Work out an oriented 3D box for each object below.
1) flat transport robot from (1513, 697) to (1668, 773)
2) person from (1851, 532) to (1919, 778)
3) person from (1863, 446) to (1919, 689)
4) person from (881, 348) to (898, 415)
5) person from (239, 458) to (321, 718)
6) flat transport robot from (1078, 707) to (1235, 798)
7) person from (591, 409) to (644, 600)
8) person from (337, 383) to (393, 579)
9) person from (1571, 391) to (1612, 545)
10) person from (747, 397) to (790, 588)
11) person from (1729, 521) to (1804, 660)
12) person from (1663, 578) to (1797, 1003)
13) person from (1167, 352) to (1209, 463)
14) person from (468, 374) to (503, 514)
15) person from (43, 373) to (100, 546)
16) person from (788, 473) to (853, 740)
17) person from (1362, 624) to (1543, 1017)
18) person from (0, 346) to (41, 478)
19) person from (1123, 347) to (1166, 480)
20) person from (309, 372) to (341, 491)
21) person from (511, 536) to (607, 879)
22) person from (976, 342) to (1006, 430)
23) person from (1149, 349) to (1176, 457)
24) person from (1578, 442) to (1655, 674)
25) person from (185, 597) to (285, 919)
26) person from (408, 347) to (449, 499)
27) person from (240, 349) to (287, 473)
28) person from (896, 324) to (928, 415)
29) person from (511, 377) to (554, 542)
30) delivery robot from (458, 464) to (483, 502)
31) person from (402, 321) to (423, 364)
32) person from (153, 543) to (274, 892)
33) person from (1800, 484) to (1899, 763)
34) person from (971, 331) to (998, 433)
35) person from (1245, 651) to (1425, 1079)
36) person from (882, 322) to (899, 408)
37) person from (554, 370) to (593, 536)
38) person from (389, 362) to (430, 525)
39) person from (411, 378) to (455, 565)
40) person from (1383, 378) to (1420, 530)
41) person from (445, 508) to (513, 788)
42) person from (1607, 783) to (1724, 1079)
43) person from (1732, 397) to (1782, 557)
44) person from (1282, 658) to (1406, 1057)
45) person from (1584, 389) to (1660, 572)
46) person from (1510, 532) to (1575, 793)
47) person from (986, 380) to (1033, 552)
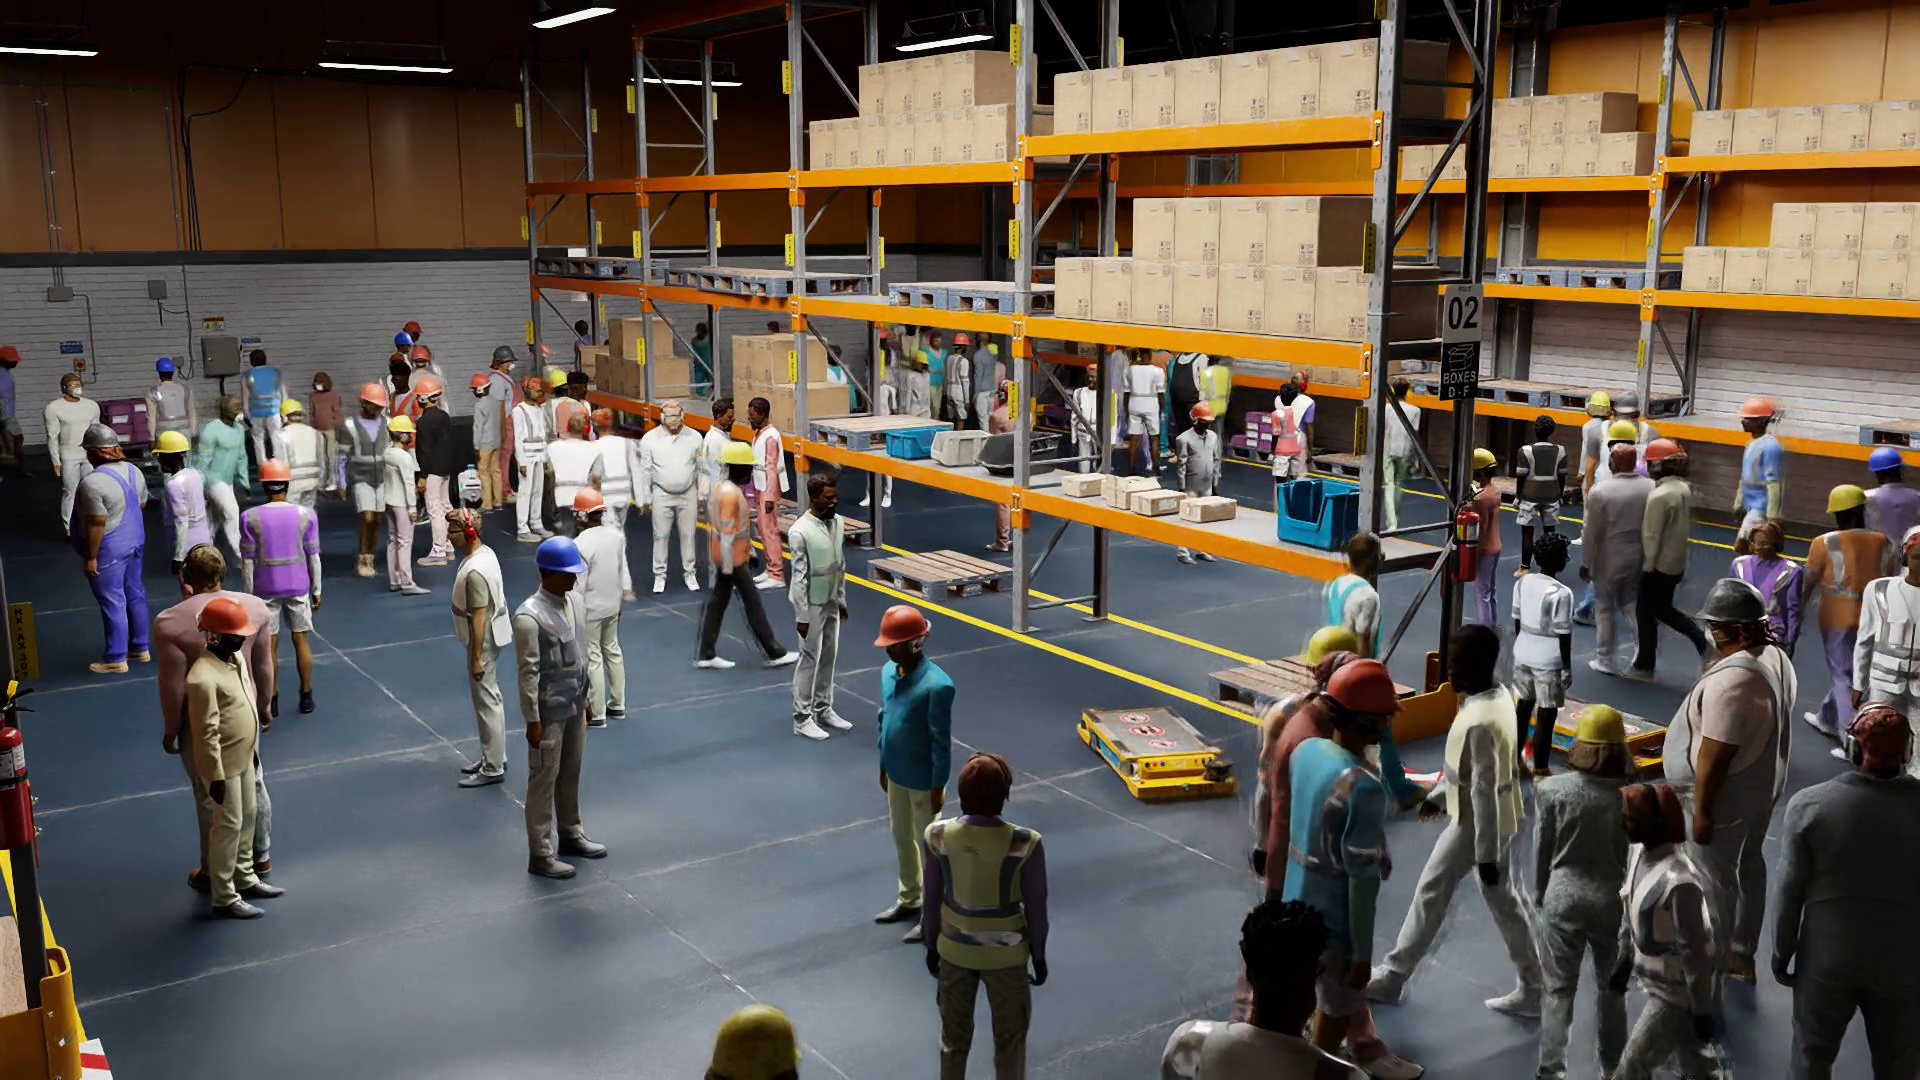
[{"bbox_3d":[4.323,1.315,11.662,0.652,0.197,1.431,-7,13,-32],"label":"flat transport robot"},{"bbox_3d":[5.568,0.873,9.788,0.575,1.885,0.355,6,13,28],"label":"person"},{"bbox_3d":[7.232,0.226,13.028,0.609,1.915,0.437,1,11,4],"label":"person"},{"bbox_3d":[-1.165,-2.128,25.661,0.357,1.678,0.559,5,12,25],"label":"person"},{"bbox_3d":[-5.031,0.354,12.345,0.548,1.925,0.384,-6,13,-29],"label":"person"},{"bbox_3d":[1.299,1.400,11.229,0.652,0.197,1.431,-2,11,-11],"label":"flat transport robot"},{"bbox_3d":[-3.447,-0.367,16.251,0.590,1.828,0.965,-9,14,-39],"label":"person"},{"bbox_3d":[-5.993,-0.594,16.997,0.645,2.004,0.664,-9,14,-38],"label":"person"},{"bbox_3d":[7.149,-0.799,18.704,0.486,1.744,0.294,-5,12,-25],"label":"person"},{"bbox_3d":[-1.928,-0.481,16.674,0.404,1.906,0.598,-4,12,-18],"label":"person"},{"bbox_3d":[5.518,0.674,11.457,0.317,1.631,0.520,-9,14,-38],"label":"person"},{"bbox_3d":[3.613,1.163,7.902,0.679,2.000,0.535,-10,15,-41],"label":"person"},{"bbox_3d":[3.376,-2.121,24.709,0.535,2.000,0.684,-8,13,-34],"label":"person"},{"bbox_3d":[-5.940,-1.205,20.788,0.351,1.743,0.568,3,11,13],"label":"person"},{"bbox_3d":[-9.967,-0.914,18.792,0.369,1.940,0.631,7,13,31],"label":"person"},{"bbox_3d":[-1.017,0.459,11.855,0.391,1.911,0.585,6,12,26],"label":"person"},{"bbox_3d":[2.339,1.294,7.693,0.976,1.876,0.605,5,12,26],"label":"person"},{"bbox_3d":[-13.567,-1.785,23.408,0.845,1.897,0.591,-10,15,-43],"label":"person"},{"bbox_3d":[2.595,-1.829,23.444,0.614,1.956,0.390,4,12,20],"label":"person"},{"bbox_3d":[-8.562,-1.476,22.484,0.496,1.616,0.409,2,11,12],"label":"person"},{"bbox_3d":[-2.260,0.927,9.371,0.412,1.938,0.610,4,12,19],"label":"person"},{"bbox_3d":[0.469,-2.222,25.987,0.546,1.747,0.591,-4,12,-22],"label":"person"},{"bbox_3d":[3.103,-2.240,25.633,0.376,1.916,0.600,-8,14,-36],"label":"person"},{"bbox_3d":[5.344,0.165,13.411,0.660,1.889,0.495,-2,11,-10],"label":"person"},{"bbox_3d":[-3.839,1.143,8.785,0.355,1.737,0.573,-1,11,-5],"label":"person"},{"bbox_3d":[-7.035,-1.534,21.853,0.621,1.986,0.409,-3,12,-16],"label":"person"},{"bbox_3d":[-9.917,-1.819,23.756,0.627,1.816,0.696,-7,13,-33],"label":"person"},{"bbox_3d":[-0.905,-3.081,30.188,0.650,1.835,0.473,0,11,0],"label":"person"},{"bbox_3d":[-4.901,-0.925,19.017,0.348,1.879,0.579,3,12,16],"label":"person"},{"bbox_3d":[-6.183,-0.716,21.088,0.477,0.478,0.707,-4,12,-17],"label":"delivery robot"},{"bbox_3d":[-8.945,-2.579,27.202,0.412,1.985,0.611,1,11,5],"label":"person"},{"bbox_3d":[-4.085,0.968,9.160,0.363,1.939,0.636,9,14,39],"label":"person"},{"bbox_3d":[6.114,0.551,11.498,0.585,1.862,0.955,-1,11,-6],"label":"person"},{"bbox_3d":[0.360,-2.294,25.856,0.378,1.940,0.628,6,13,29],"label":"person"},{"bbox_3d":[1.663,1.388,7.172,0.934,1.859,0.661,6,13,28],"label":"person"},{"bbox_3d":[-1.329,-3.094,30.246,0.403,1.824,0.594,-7,13,-31],"label":"person"},{"bbox_3d":[-4.341,-0.939,18.866,0.374,1.960,0.600,-10,15,-41],"label":"person"},{"bbox_3d":[-6.641,-1.159,20.009,0.609,1.959,0.375,9,14,37],"label":"person"},{"bbox_3d":[-5.609,-0.729,17.700,0.381,1.994,0.614,1,11,5],"label":"person"},{"bbox_3d":[5.107,-0.981,19.493,0.530,1.810,0.982,1,11,7],"label":"person"},{"bbox_3d":[-3.119,0.690,10.854,0.394,1.836,0.560,-3,11,-13],"label":"person"},{"bbox_3d":[2.610,1.694,6.306,0.797,1.589,0.508,2,11,11],"label":"person"},{"bbox_3d":[7.376,-0.312,15.472,0.672,2.027,0.667,2,11,9],"label":"person"},{"bbox_3d":[1.478,1.450,6.492,0.448,2.029,0.613,-3,11,-15],"label":"person"},{"bbox_3d":[6.493,-0.488,16.348,0.686,2.000,0.535,4,12,19],"label":"person"},{"bbox_3d":[3.764,0.783,10.730,0.315,1.696,0.540,-3,12,-17],"label":"person"},{"bbox_3d":[0.516,-0.820,18.430,0.401,1.900,0.636,10,15,41],"label":"person"}]
